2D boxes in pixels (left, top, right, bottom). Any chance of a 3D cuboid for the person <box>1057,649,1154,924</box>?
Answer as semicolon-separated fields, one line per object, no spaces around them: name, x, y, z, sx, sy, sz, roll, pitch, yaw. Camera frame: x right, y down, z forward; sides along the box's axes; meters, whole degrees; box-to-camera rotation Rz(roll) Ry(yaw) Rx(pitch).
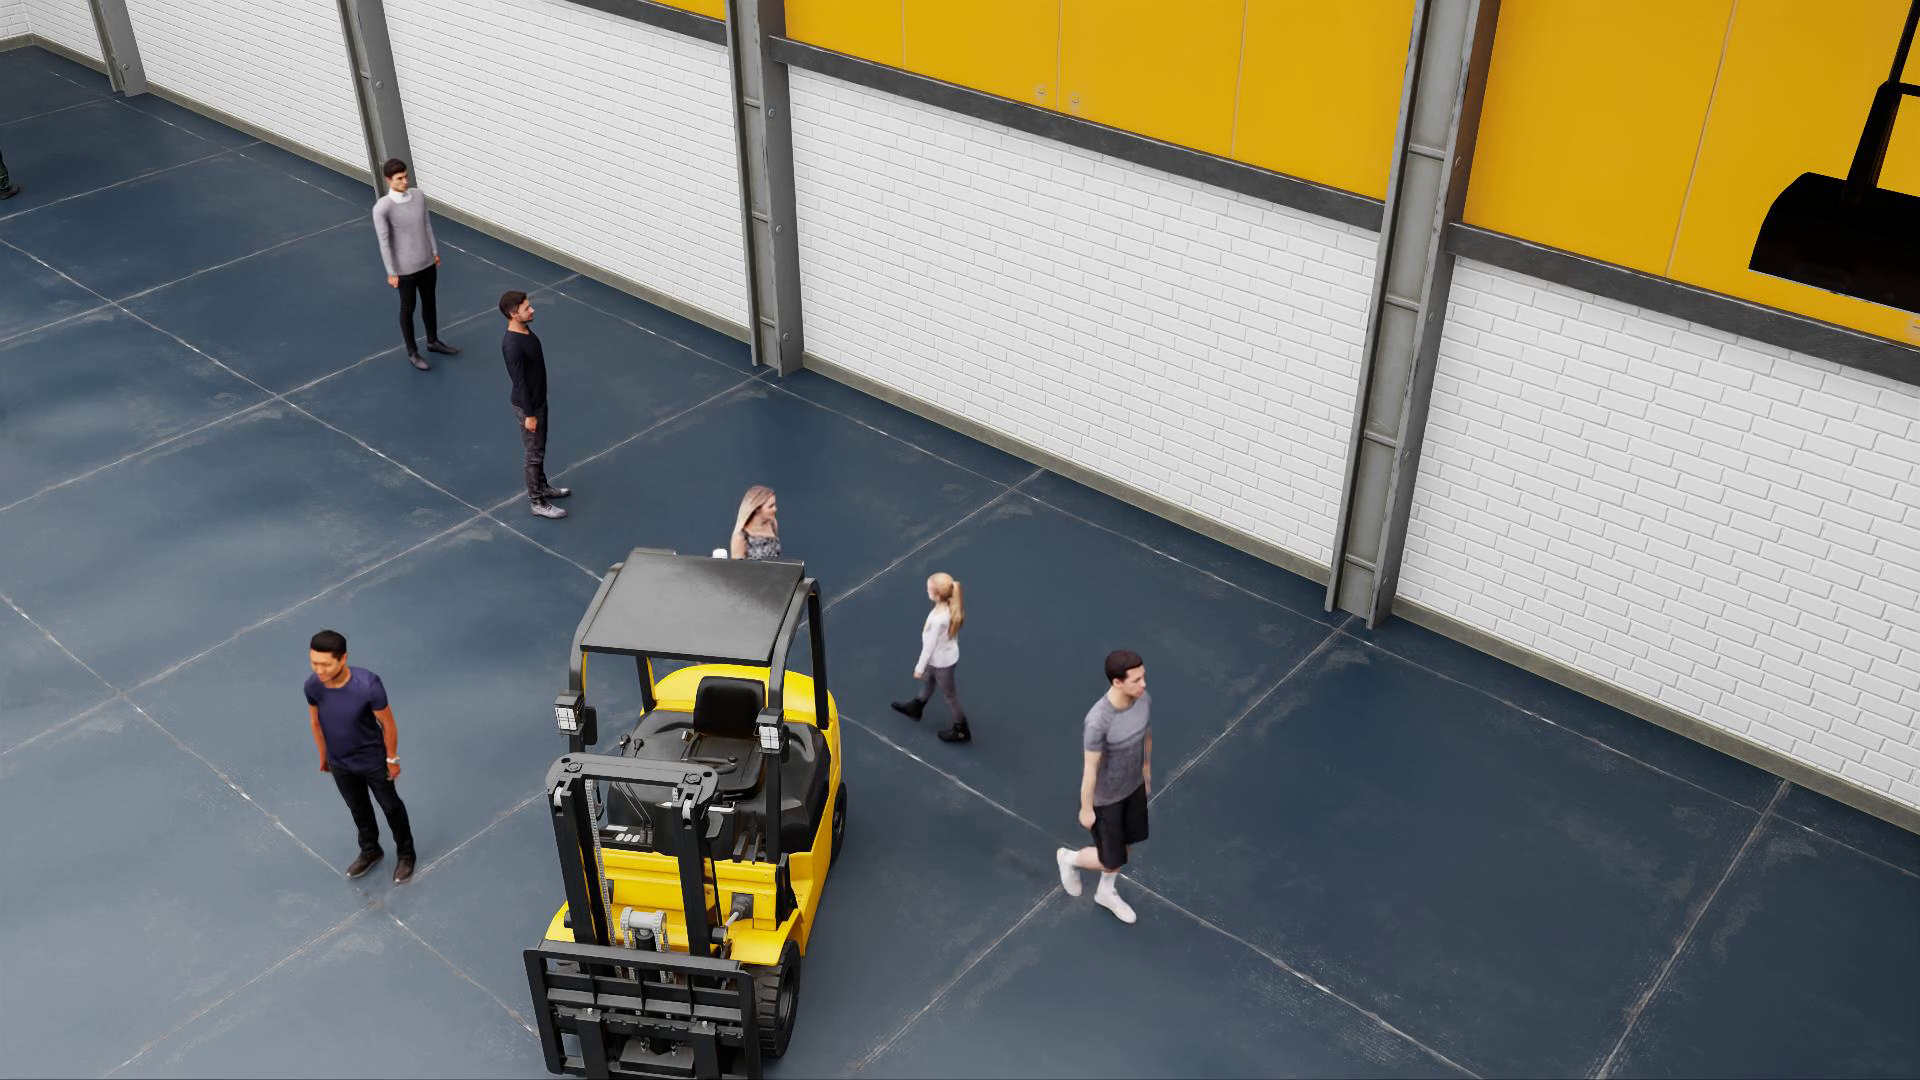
person;0.784;1.340;9.254;0.730;1.858;0.842;-27;42;-34

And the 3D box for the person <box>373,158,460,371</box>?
person;-4.945;-2.516;14.996;0.648;1.922;0.766;20;38;27

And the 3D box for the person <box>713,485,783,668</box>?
person;-1.397;0.369;10.877;0.916;1.677;0.600;25;41;32

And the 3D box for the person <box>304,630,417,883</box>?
person;-3.421;1.219;9.498;0.655;1.788;0.785;5;34;8

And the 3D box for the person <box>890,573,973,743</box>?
person;-0.053;0.775;10.643;0.878;1.259;0.714;7;34;11

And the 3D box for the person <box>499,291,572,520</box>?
person;-3.328;-1.061;12.854;0.770;1.870;0.708;-3;34;-5
